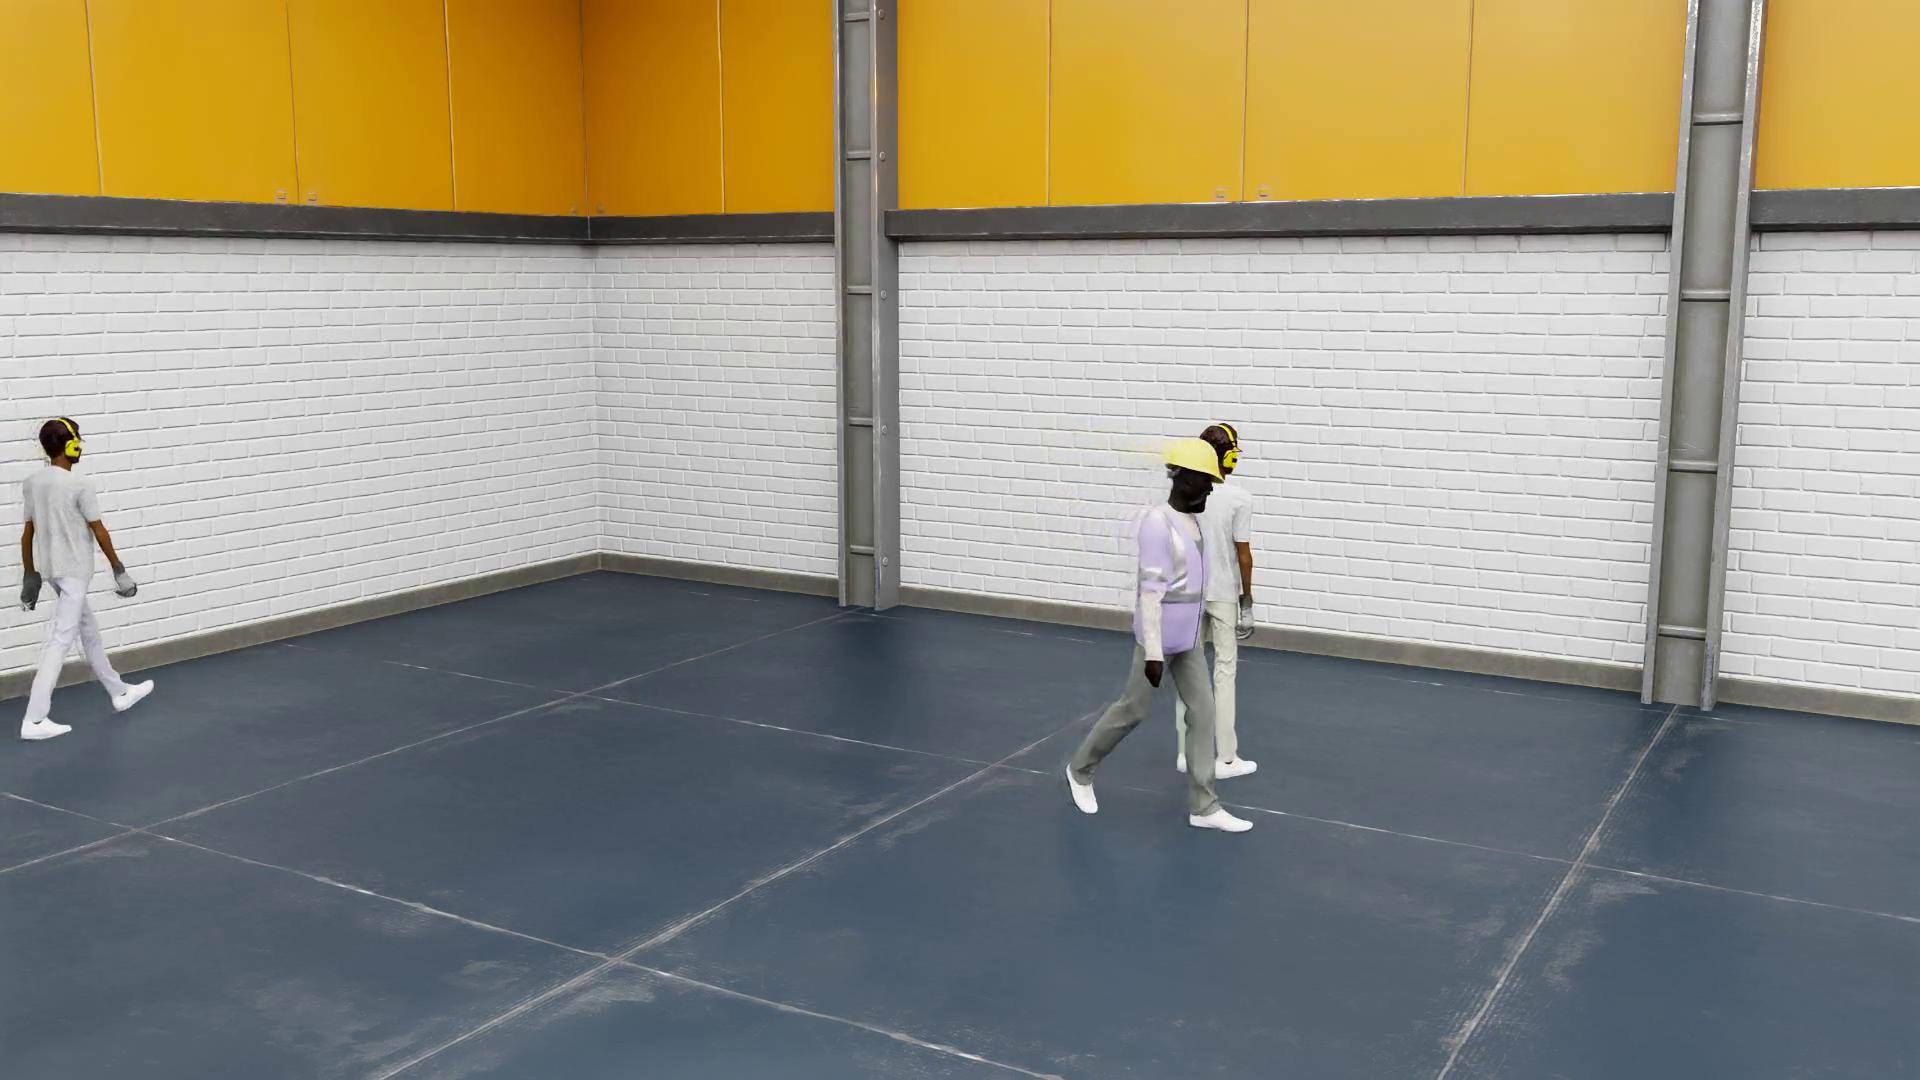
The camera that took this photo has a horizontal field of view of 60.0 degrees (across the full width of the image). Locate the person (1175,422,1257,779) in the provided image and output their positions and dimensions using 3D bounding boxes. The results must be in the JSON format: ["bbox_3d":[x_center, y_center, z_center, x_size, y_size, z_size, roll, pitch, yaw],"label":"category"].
[{"bbox_3d":[1.331,0.317,8.775,0.517,1.871,0.324,8,12,40],"label":"person"}]

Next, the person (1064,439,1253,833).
[{"bbox_3d":[0.946,0.437,8.010,0.961,1.869,0.631,6,11,32],"label":"person"}]

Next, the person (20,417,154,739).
[{"bbox_3d":[-5.144,0.200,9.690,0.517,1.815,0.990,4,10,25],"label":"person"}]
